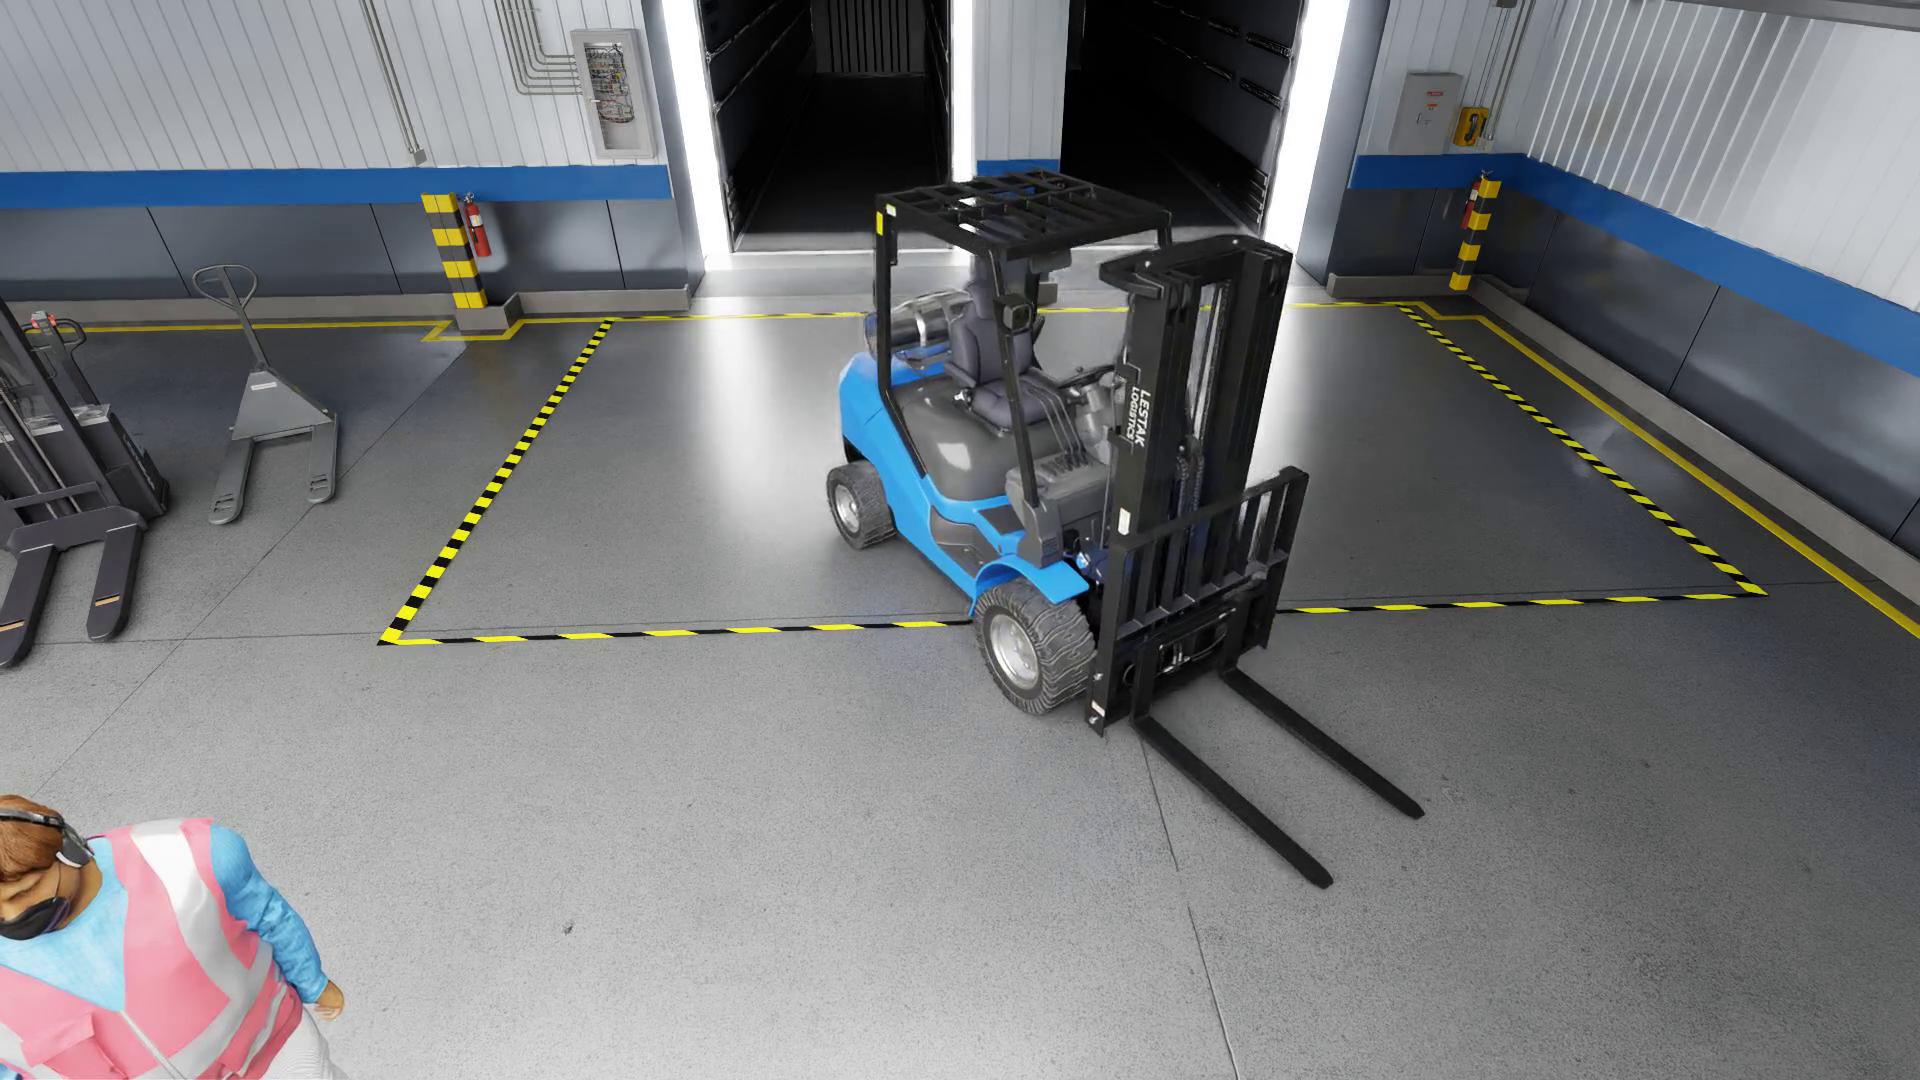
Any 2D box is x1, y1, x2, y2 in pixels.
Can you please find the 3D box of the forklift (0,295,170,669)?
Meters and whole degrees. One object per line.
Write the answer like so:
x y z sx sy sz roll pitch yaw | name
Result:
-5.212 -0.618 4.878 0.823 1.965 1.885 -20 39 -26 | forklift

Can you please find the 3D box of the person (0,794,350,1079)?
-1.898 1.288 2.274 0.429 1.841 0.632 28 44 34 | person

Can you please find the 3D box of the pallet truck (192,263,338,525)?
-4.778 -1.027 6.128 0.680 1.201 1.601 -17 38 -23 | pallet truck

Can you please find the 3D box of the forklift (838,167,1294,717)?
0.346 -0.729 4.727 1.157 2.036 2.680 -21 40 -27 | forklift
